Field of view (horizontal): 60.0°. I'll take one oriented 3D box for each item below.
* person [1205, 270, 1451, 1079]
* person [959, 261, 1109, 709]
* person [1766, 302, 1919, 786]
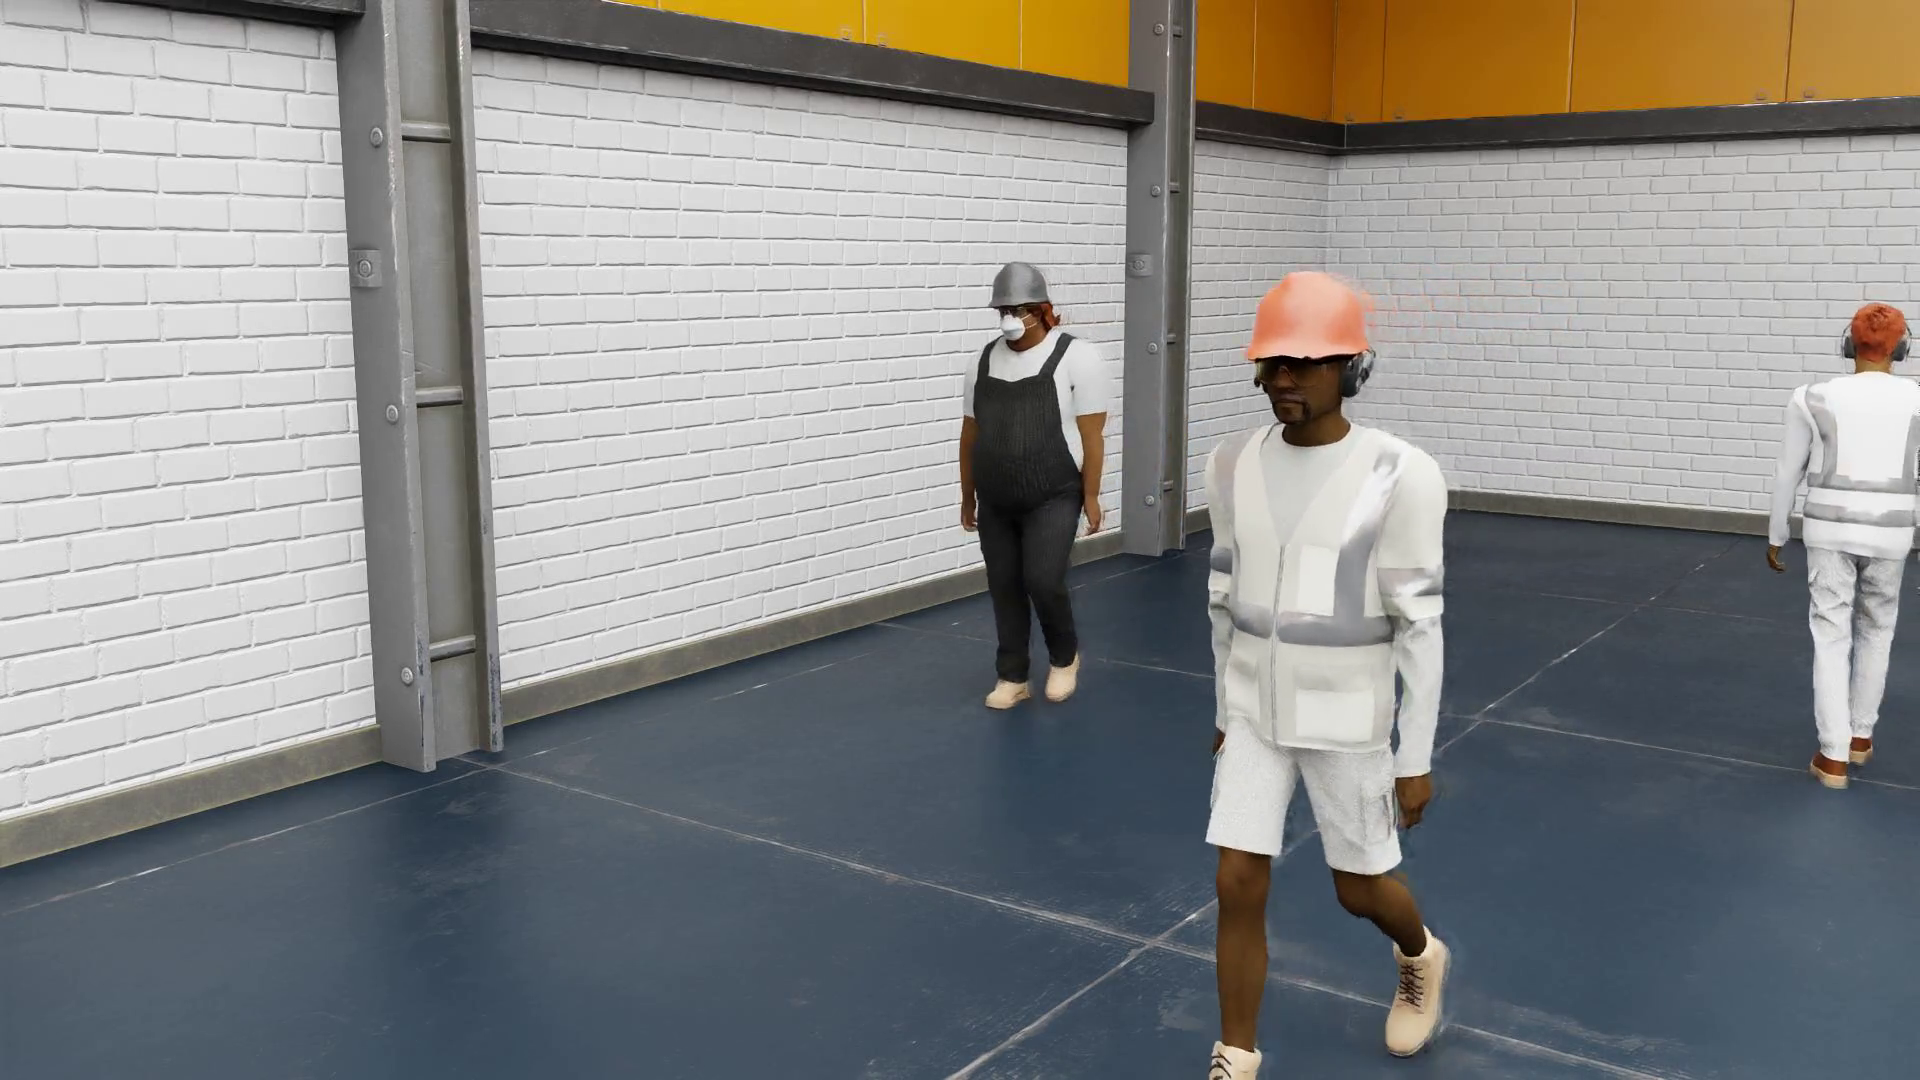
[{"bbox_3d":[0.875,0.380,3.901,0.616,2.015,0.932,9,13,41],"label":"person"},{"bbox_3d":[0.281,-0.235,7.441,0.705,2.000,0.536,6,11,30],"label":"person"},{"bbox_3d":[3.529,-0.002,6.588,0.595,1.856,0.773,4,10,20],"label":"person"}]
